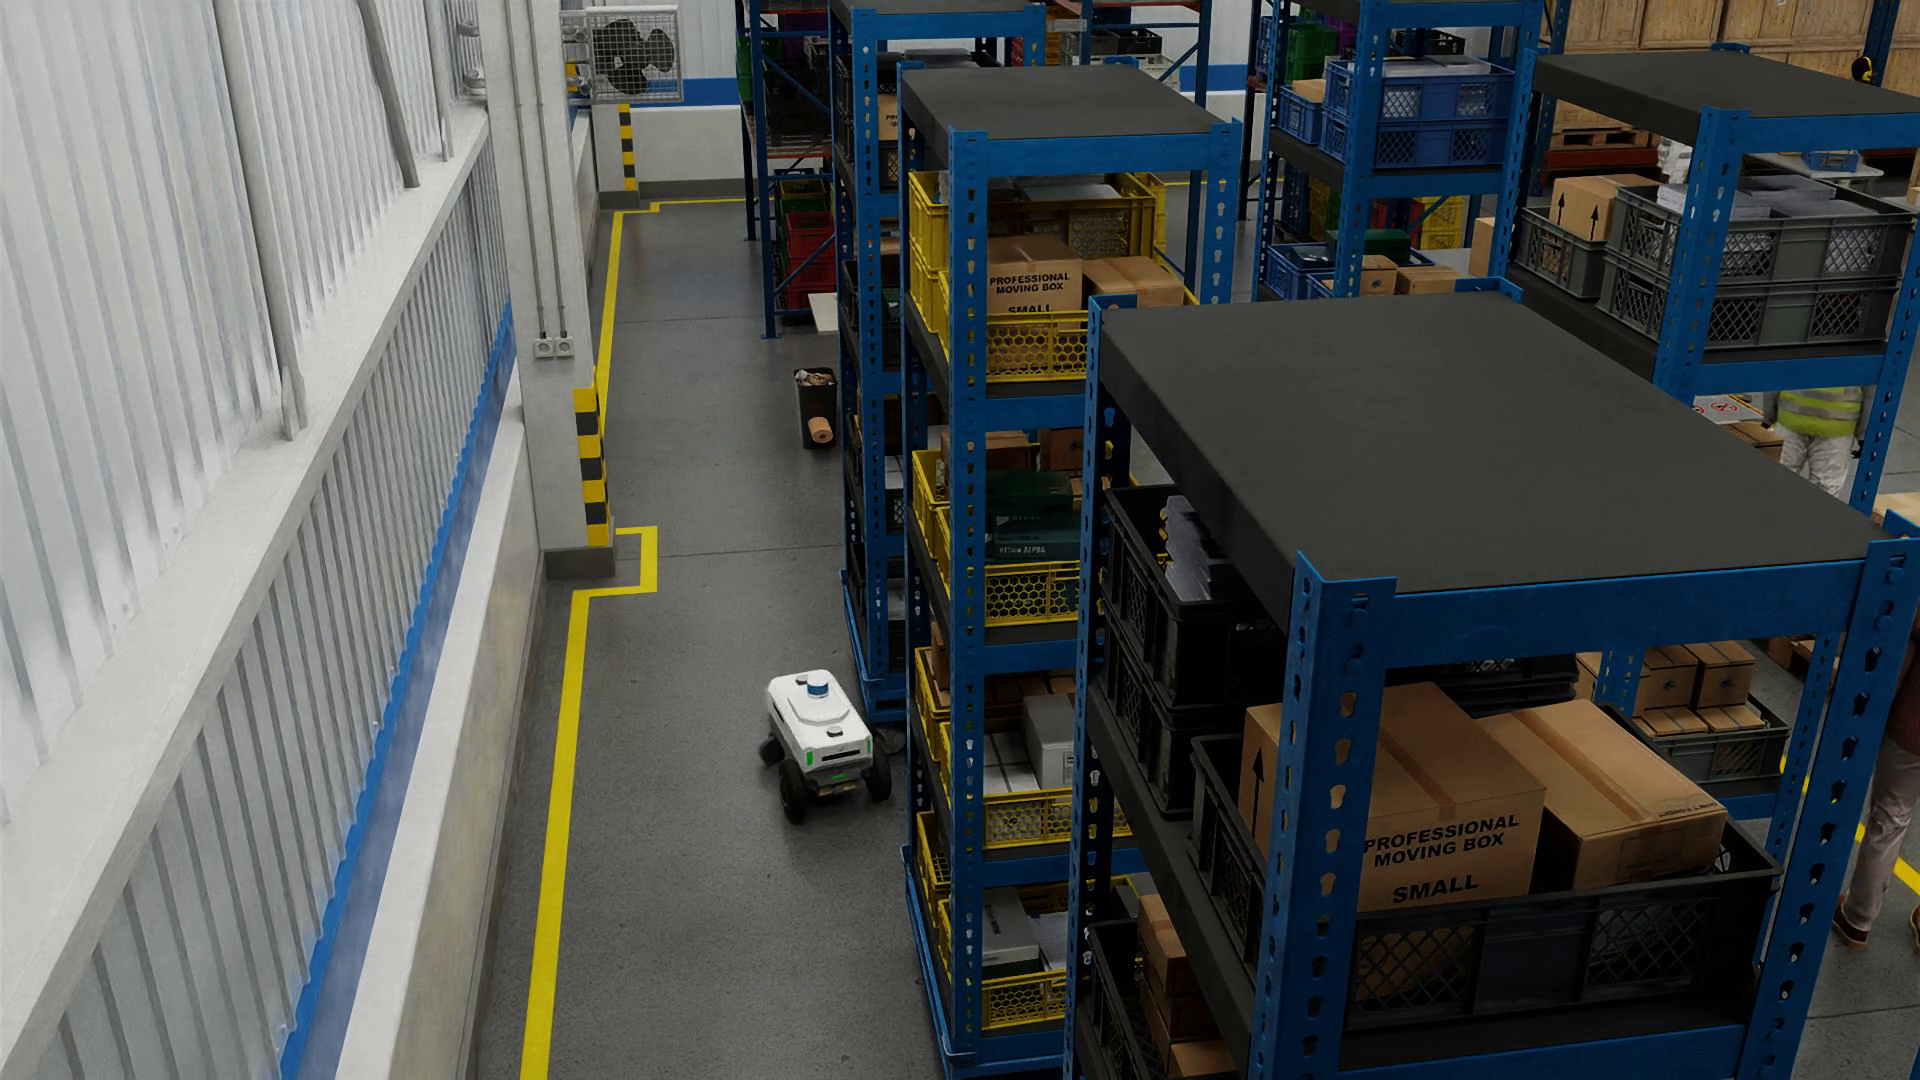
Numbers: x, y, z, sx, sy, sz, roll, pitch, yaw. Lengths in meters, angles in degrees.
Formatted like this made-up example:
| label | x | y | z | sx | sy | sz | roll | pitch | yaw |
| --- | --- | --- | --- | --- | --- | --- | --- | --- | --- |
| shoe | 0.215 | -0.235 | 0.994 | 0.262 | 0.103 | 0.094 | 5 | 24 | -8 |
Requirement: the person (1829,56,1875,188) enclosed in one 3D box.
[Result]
| label | x | y | z | sx | sy | sz | roll | pitch | yaw |
| --- | --- | --- | --- | --- | --- | --- | --- | --- | --- |
| person | 9.072 | -4.008 | 17.080 | 0.330 | 1.872 | 0.512 | -9 | 26 | -20 |

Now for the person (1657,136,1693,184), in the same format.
| label | x | y | z | sx | sy | sz | roll | pitch | yaw |
| --- | --- | --- | --- | --- | --- | --- | --- | --- | --- |
| person | 7.026 | -3.691 | 16.373 | 0.346 | 1.881 | 0.578 | 16 | 29 | 30 |

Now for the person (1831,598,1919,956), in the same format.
| label | x | y | z | sx | sy | sz | roll | pitch | yaw |
| --- | --- | --- | --- | --- | --- | --- | --- | --- | --- |
| person | 3.868 | 0.762 | 6.563 | 0.609 | 1.995 | 0.376 | 6 | 25 | 14 |

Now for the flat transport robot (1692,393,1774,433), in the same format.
| label | x | y | z | sx | sy | sz | roll | pitch | yaw |
| --- | --- | --- | --- | --- | --- | --- | --- | --- | --- |
| flat transport robot | 5.224 | -0.859 | 12.132 | 1.431 | 0.197 | 0.652 | -4 | 25 | -8 |

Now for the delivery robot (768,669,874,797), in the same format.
| label | x | y | z | sx | sy | sz | roll | pitch | yaw |
| --- | --- | --- | --- | --- | --- | --- | --- | --- | --- |
| delivery robot | -0.669 | 0.876 | 7.915 | 0.477 | 0.478 | 0.707 | -9 | 26 | -19 |

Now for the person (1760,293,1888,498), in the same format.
| label | x | y | z | sx | sy | sz | roll | pitch | yaw |
| --- | --- | --- | --- | --- | --- | --- | --- | --- | --- |
| person | 5.099 | -0.690 | 9.901 | 0.632 | 1.842 | 0.429 | 17 | 30 | 32 |
